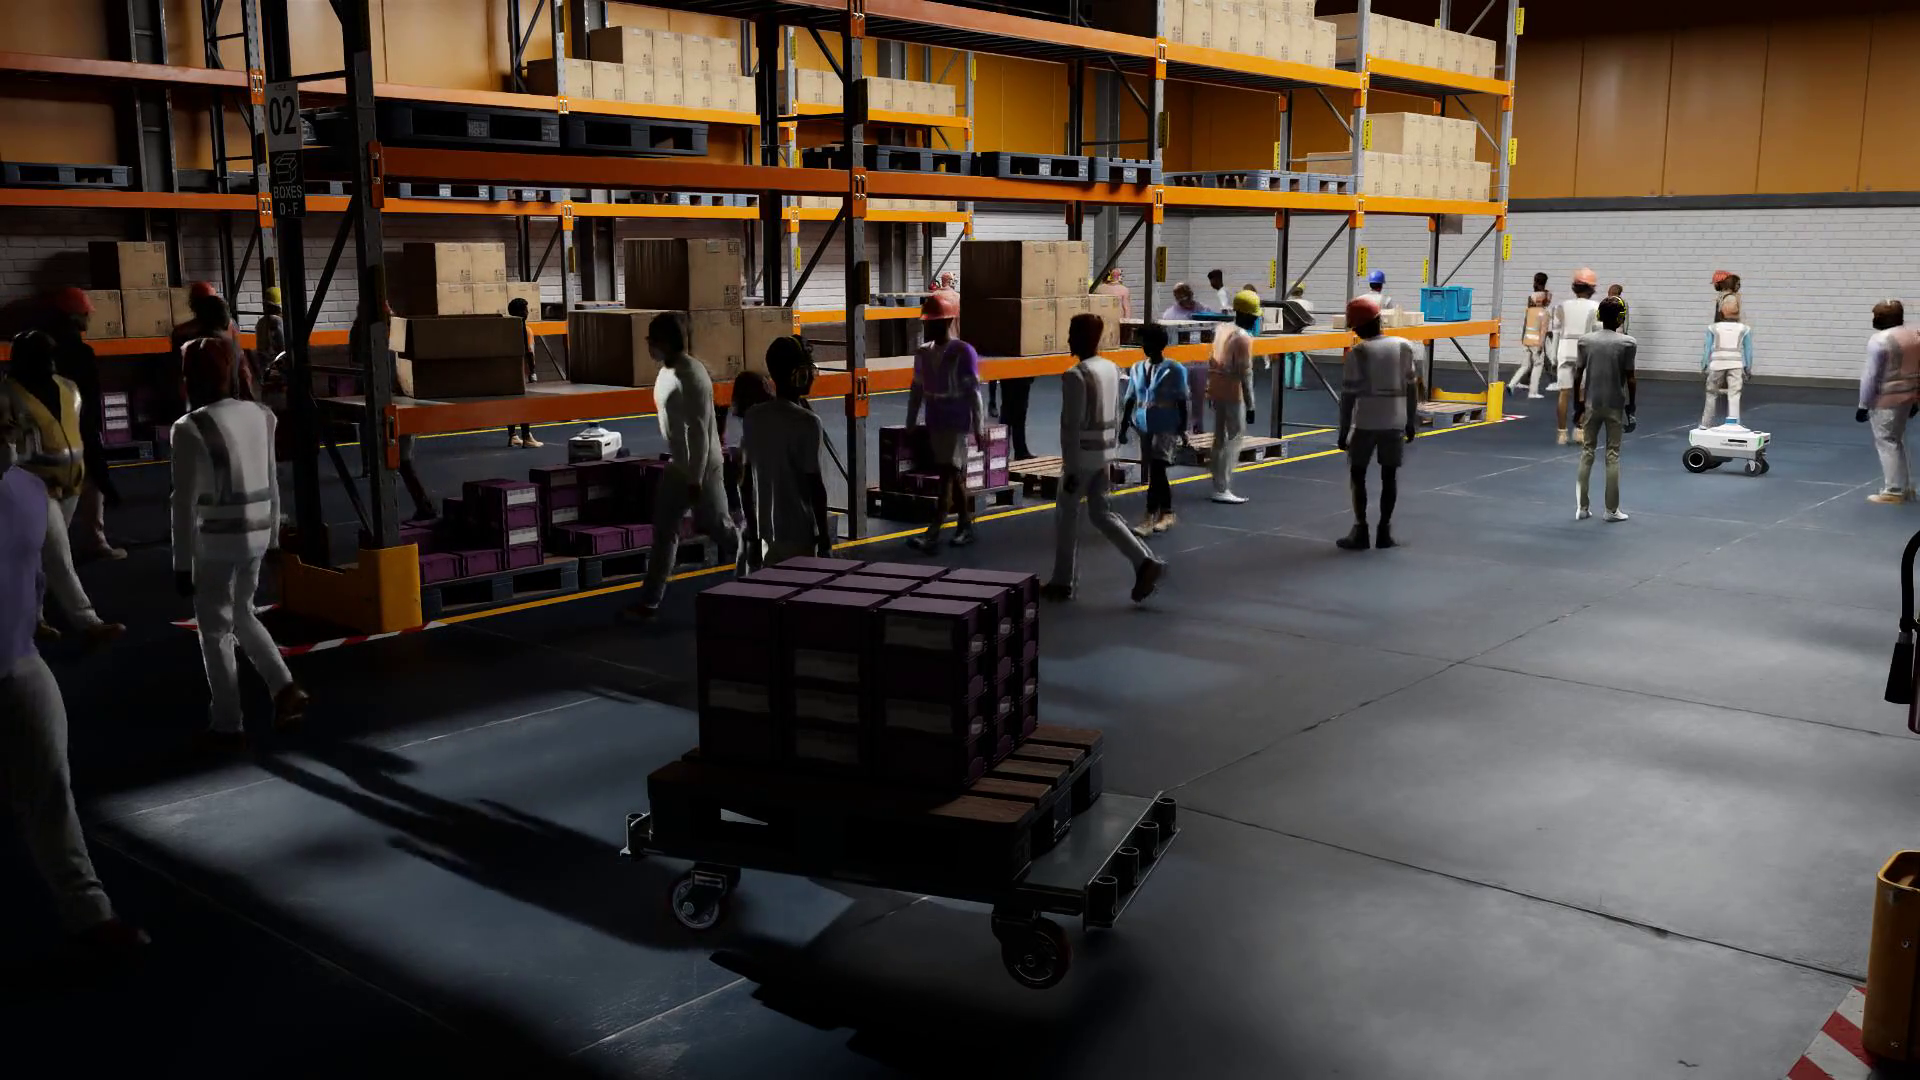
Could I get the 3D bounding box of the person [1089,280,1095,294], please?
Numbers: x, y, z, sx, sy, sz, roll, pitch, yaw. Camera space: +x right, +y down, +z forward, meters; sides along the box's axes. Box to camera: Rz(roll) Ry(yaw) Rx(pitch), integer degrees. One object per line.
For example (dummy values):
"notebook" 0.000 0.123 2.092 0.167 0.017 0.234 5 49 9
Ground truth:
"person" 1.678 -2.346 20.946 0.771 1.862 0.607 -4 11 -19

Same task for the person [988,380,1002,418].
"person" 0.531 -2.506 21.751 0.618 1.909 0.495 -2 10 -9

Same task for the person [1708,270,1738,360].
"person" 11.912 -3.242 25.953 0.552 1.913 0.479 -9 13 -42

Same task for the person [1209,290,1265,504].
"person" 2.411 -1.264 14.779 0.432 1.885 0.683 -3 11 -19

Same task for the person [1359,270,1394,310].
"person" 5.726 -2.746 23.012 0.618 1.944 0.399 8 13 40

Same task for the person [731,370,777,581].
"person" -1.009 -0.086 8.769 0.454 1.620 0.515 -3 10 -15

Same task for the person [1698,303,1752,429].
"person" 9.214 -2.049 20.036 0.596 1.591 0.801 3 10 14

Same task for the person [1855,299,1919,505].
"person" 8.182 -1.211 14.674 0.671 1.814 0.445 -6 12 -30

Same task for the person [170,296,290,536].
"person" -5.854 -0.975 13.115 0.644 1.891 1.005 6 12 30

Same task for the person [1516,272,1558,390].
"person" 9.277 -3.331 26.551 0.605 1.880 0.976 -7 12 -35

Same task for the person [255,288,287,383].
"person" -7.290 -1.785 17.871 0.603 1.828 0.404 8 13 40

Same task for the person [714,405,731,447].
"person" -2.709 -1.817 18.334 0.648 1.728 0.546 -5 11 -25

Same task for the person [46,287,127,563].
"person" -6.326 -0.795 11.785 0.628 1.982 0.567 6 12 31

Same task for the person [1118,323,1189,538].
"person" 1.471 -0.854 13.005 0.766 1.662 0.550 -9 13 -42

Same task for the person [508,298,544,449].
"person" -4.963 -1.880 18.790 0.542 1.695 0.316 8 13 40

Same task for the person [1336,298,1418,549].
"person" 3.123 -0.855 12.443 0.626 1.888 0.431 -1 10 -4

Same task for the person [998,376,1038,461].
"person" 0.629 -1.747 17.368 0.388 1.949 0.768 8 13 39

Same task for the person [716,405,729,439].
"person" -2.329 -1.768 17.416 1.070 1.975 0.664 -3 10 -16

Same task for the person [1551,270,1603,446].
"person" 7.069 -2.073 19.035 0.613 2.008 0.573 8 12 37

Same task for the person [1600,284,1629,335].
"person" 11.114 -3.527 28.330 0.525 1.639 0.307 8 13 40

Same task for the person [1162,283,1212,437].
"person" 2.716 -2.052 19.319 0.762 1.864 0.396 -4 11 -20

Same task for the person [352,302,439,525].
"person" -4.412 -0.961 13.002 0.531 1.889 0.588 -1 10 -4

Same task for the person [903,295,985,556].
"person" -0.152 -0.844 12.295 0.578 1.900 0.936 8 13 39

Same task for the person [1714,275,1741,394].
"person" 11.885 -3.185 25.802 0.327 1.842 0.517 -1 10 -4

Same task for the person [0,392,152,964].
"person" -3.108 0.427 5.195 1.099 1.871 0.639 3 10 16

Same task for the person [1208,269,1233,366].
"person" 4.421 -3.641 28.270 1.032 1.884 0.685 3 11 19

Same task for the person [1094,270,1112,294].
"person" 2.735 -4.157 31.267 0.538 1.869 0.313 8 13 40

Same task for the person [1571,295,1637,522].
"person" 5.330 -1.079 13.752 0.538 1.864 0.313 8 13 40

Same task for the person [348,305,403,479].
"person" -5.711 -1.507 16.279 0.603 1.830 0.404 8 13 40

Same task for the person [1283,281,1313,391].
"person" 5.349 -3.249 26.515 0.543 1.725 0.618 3 10 17

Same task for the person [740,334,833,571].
"person" -0.767 0.006 7.568 0.538 1.867 0.313 8 13 40

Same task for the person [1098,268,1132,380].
"person" 2.685 -3.698 28.546 0.655 1.906 0.407 8 13 40

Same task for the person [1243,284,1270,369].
"person" 5.453 -3.940 30.822 0.731 1.603 0.531 -10 14 -44

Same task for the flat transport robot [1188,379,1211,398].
"flat transport robot" 3.669 -2.334 25.433 0.652 0.197 1.431 5 11 25

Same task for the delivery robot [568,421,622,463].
"delivery robot" -3.588 -0.928 16.353 0.477 0.478 0.707 1 10 7

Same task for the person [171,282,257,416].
"person" -6.722 -1.345 15.039 1.019 1.938 0.612 7 12 34

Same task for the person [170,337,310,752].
"person" -3.244 0.033 7.406 0.472 1.869 0.613 4 11 20

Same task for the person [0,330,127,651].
"person" -5.090 -0.279 9.378 0.942 1.790 0.640 3 10 17

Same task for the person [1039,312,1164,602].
"person" 0.865 -0.505 10.526 0.820 1.860 0.578 7 12 36

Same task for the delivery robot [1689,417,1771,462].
"delivery robot" 7.724 -0.987 16.689 0.707 0.478 0.477 8 13 40

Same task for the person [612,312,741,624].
"person" -1.576 -0.426 10.018 1.034 1.887 0.673 -6 11 -29

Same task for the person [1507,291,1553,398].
"person" 8.561 -2.923 24.955 0.541 1.612 0.534 -3 10 -15

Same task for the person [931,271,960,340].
"person" -0.163 -3.057 24.893 0.655 1.906 0.407 8 13 40
